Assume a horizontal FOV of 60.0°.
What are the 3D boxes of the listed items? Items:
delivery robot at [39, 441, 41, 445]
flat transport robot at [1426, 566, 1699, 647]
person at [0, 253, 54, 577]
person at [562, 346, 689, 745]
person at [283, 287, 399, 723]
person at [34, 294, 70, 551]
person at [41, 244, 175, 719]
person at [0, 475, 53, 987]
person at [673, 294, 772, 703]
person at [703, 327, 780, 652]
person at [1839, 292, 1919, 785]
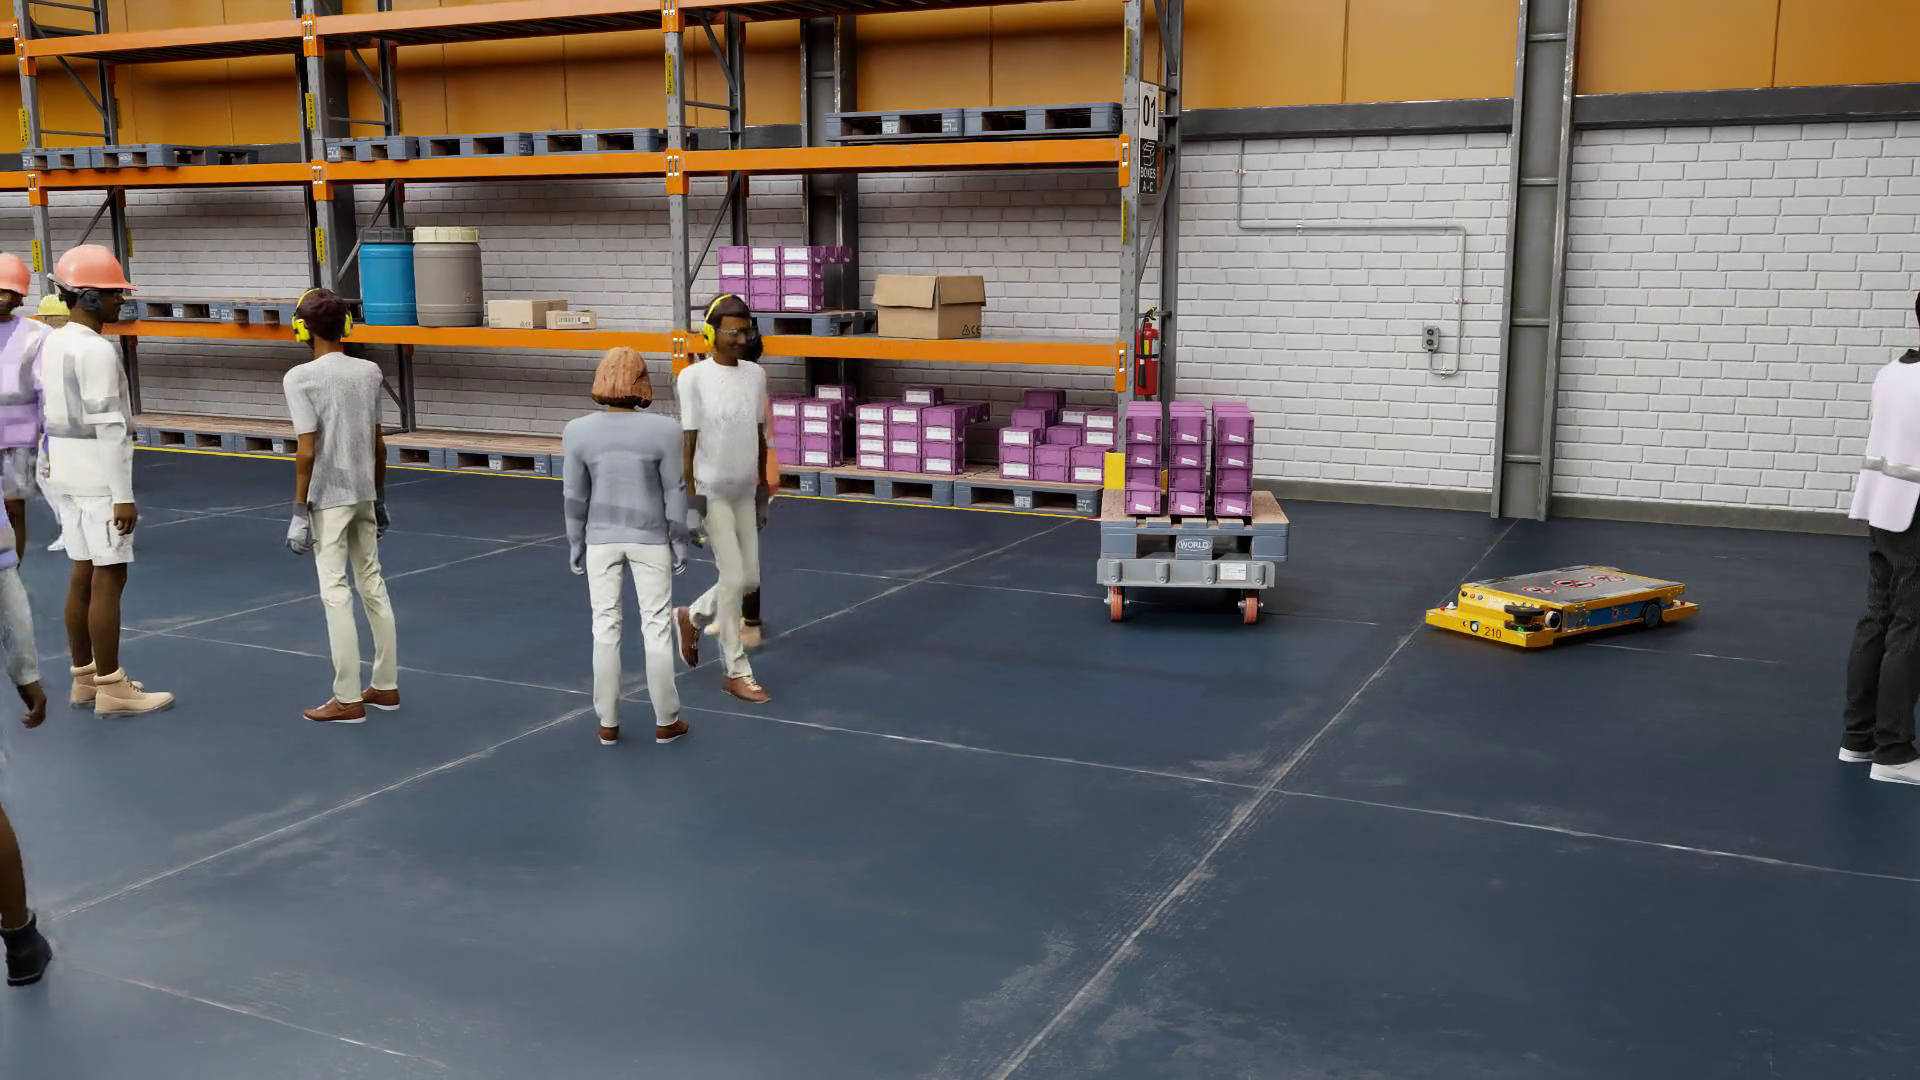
[{"bbox_3d":[-7.356,-0.732,13.987,0.707,0.478,0.477,3,10,16],"label":"delivery robot"},{"bbox_3d":[3.251,0.338,8.940,1.431,0.197,0.652,-6,12,-32],"label":"flat transport robot"},{"bbox_3d":[-5.256,-0.557,9.114,0.648,1.998,0.641,-4,11,-24],"label":"person"},{"bbox_3d":[-1.358,0.030,6.805,0.500,1.633,0.286,0,10,1],"label":"person"},{"bbox_3d":[-2.669,-0.142,7.133,0.327,1.865,0.514,5,11,27],"label":"person"},{"bbox_3d":[-5.981,-0.776,11.153,0.523,1.723,0.506,1,10,3],"label":"person"},{"bbox_3d":[-3.730,-0.252,7.245,0.612,2.041,0.394,9,14,43],"label":"person"},{"bbox_3d":[-2.790,0.345,4.303,0.769,1.891,0.560,-9,13,-41],"label":"person"},{"bbox_3d":[-1.108,-0.201,7.580,0.689,1.837,0.529,9,13,41],"label":"person"},{"bbox_3d":[-1.113,-0.281,8.472,0.381,1.668,0.637,-1,10,-8],"label":"person"},{"bbox_3d":[3.629,-0.033,6.352,0.371,1.916,0.597,1,10,5],"label":"person"}]
